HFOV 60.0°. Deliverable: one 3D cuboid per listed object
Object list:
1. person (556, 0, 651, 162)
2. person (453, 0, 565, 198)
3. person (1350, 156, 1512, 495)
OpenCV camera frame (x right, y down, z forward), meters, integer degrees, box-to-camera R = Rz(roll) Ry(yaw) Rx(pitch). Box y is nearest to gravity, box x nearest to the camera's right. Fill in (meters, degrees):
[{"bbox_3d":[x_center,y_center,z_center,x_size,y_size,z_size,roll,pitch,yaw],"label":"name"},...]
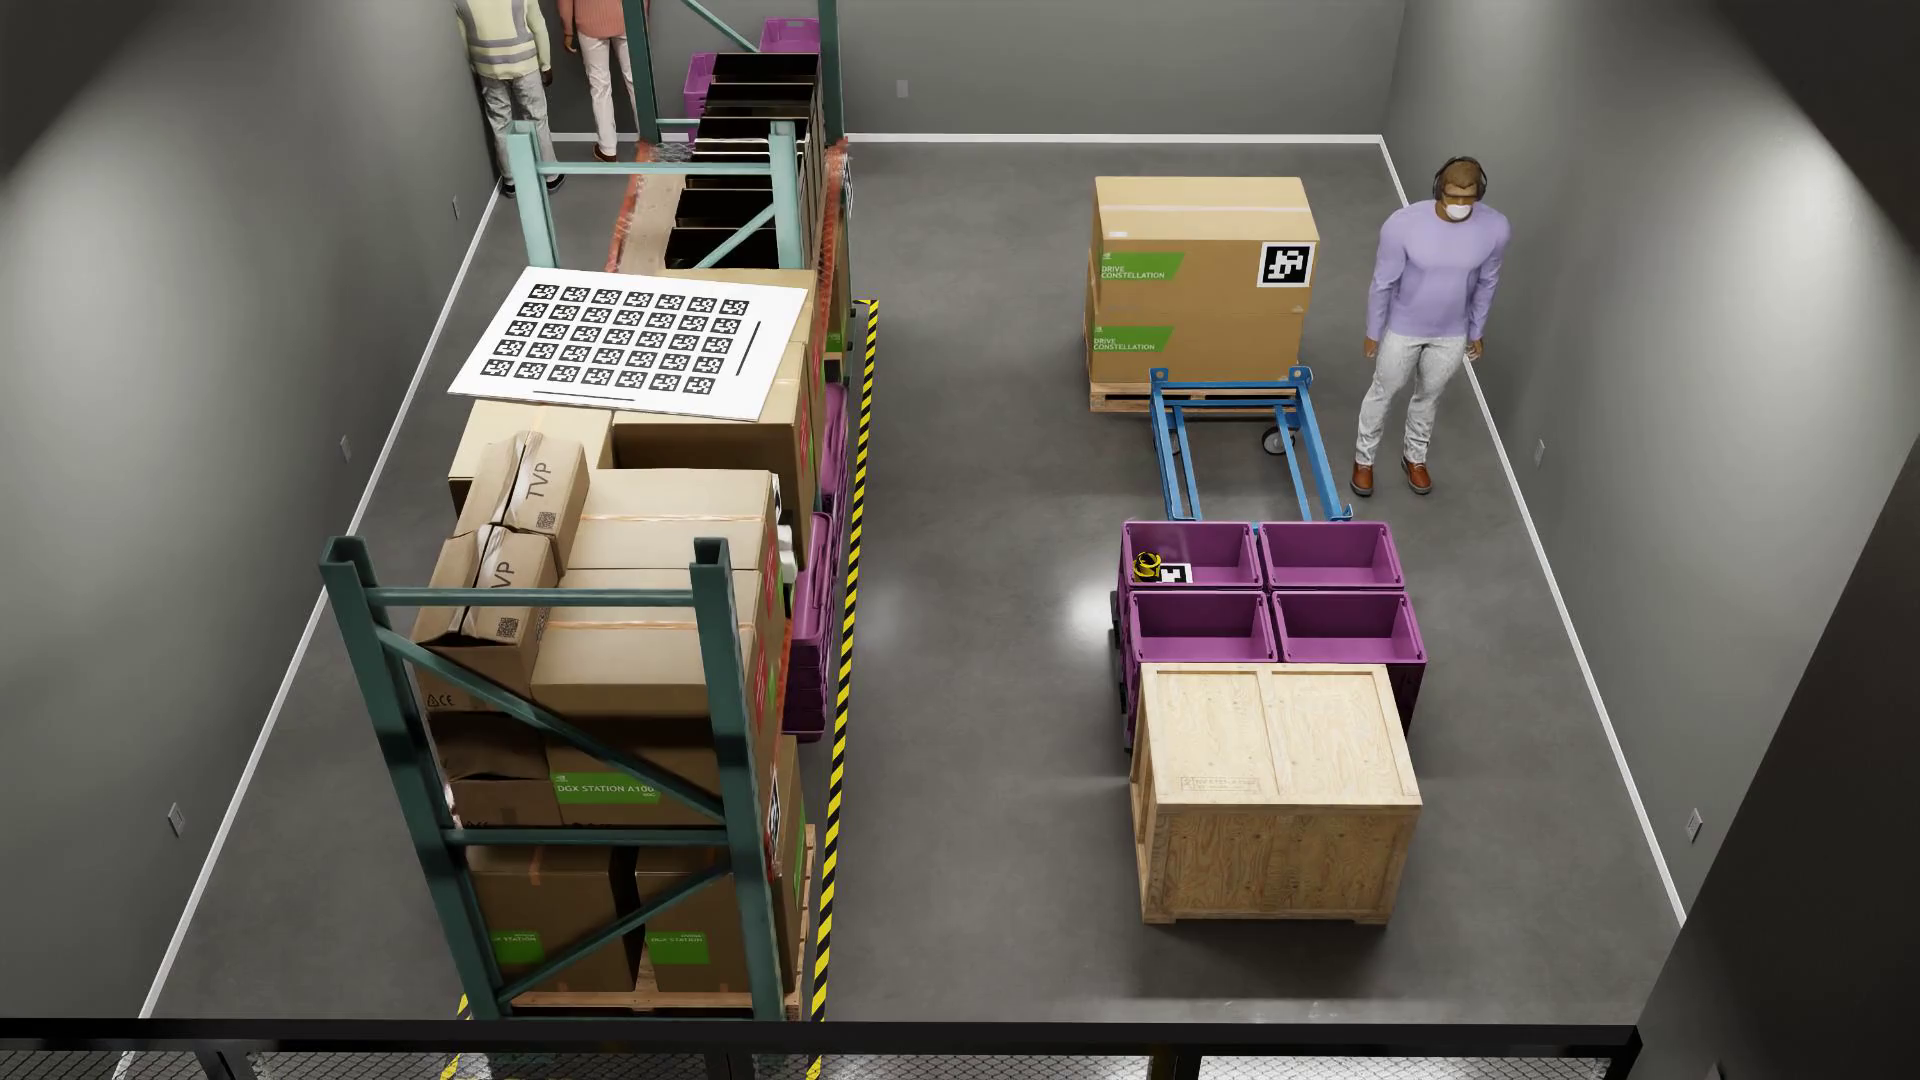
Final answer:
[{"bbox_3d":[-2.341,-3.424,10.975,0.611,1.996,0.379,-16,44,-17],"label":"person"},{"bbox_3d":[-2.917,-3.077,10.701,0.588,1.834,0.403,-5,42,-6],"label":"person"},{"bbox_3d":[2.331,-1.056,8.318,0.630,1.938,0.366,0,41,0],"label":"person"}]
